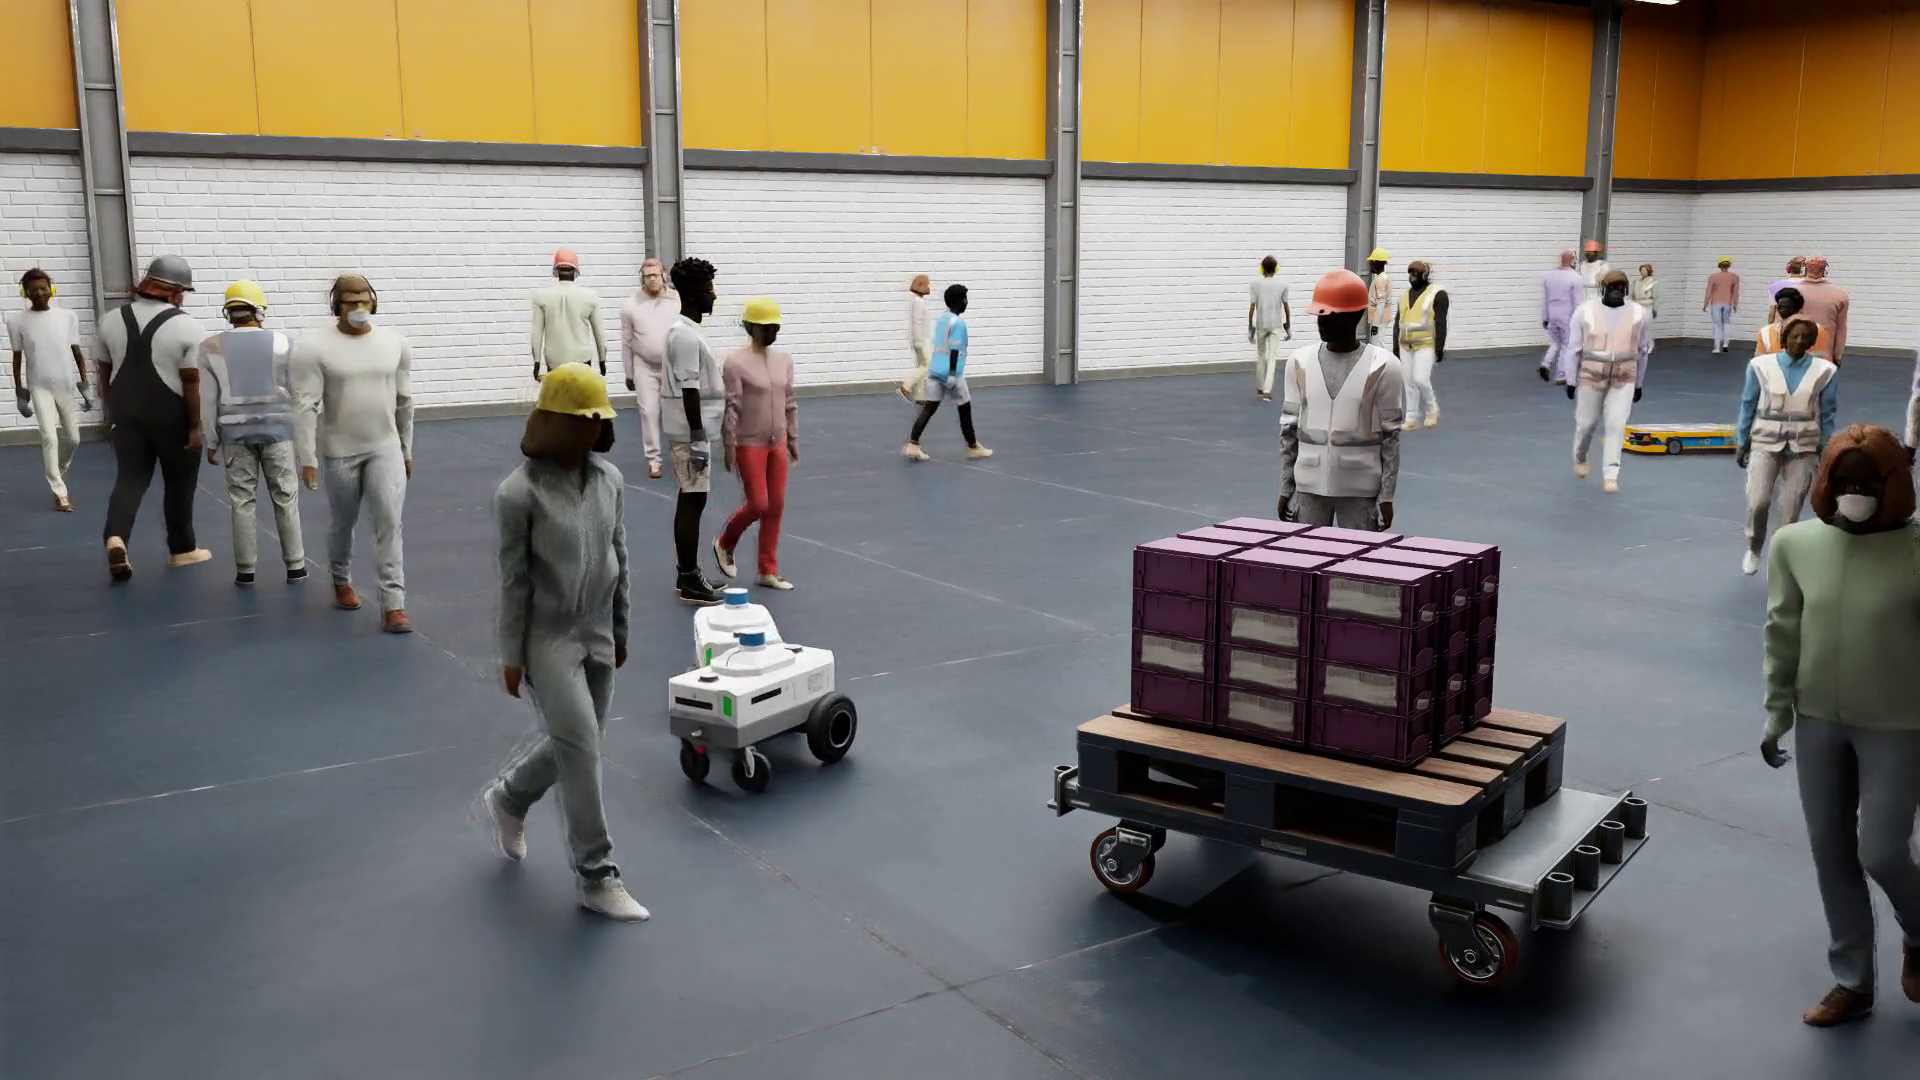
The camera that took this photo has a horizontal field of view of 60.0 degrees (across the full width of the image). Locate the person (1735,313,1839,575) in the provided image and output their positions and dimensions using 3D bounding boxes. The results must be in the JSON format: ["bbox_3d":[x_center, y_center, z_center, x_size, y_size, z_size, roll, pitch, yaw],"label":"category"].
[{"bbox_3d":[4.884,-0.525,9.850,0.524,1.626,0.361,4,11,20],"label":"person"}]

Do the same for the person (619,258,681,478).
[{"bbox_3d":[-2.626,-1.499,14.495,0.662,1.890,0.543,-2,11,-12],"label":"person"}]

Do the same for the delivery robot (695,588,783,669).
[{"bbox_3d":[-0.964,0.452,7.211,0.477,0.478,0.707,-2,11,-12],"label":"delivery robot"}]

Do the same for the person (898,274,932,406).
[{"bbox_3d":[-0.497,-2.439,20.396,0.405,1.621,0.504,-1,10,-5],"label":"person"}]

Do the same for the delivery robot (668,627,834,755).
[{"bbox_3d":[-0.807,0.585,6.486,0.477,0.478,0.707,6,12,32],"label":"delivery robot"}]

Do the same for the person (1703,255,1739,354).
[{"bbox_3d":[13.568,-4.197,29.662,0.536,1.749,0.439,1,10,5],"label":"person"}]

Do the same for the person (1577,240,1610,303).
[{"bbox_3d":[10.774,-4.107,28.454,0.557,2.024,0.622,-9,14,-41],"label":"person"}]

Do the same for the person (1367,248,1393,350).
[{"bbox_3d":[5.649,-2.975,22.487,0.363,1.930,0.588,3,11,17],"label":"person"}]

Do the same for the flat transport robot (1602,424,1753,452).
[{"bbox_3d":[7.099,-1.002,16.217,1.431,0.197,0.652,-1,10,-7],"label":"flat transport robot"}]

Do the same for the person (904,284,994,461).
[{"bbox_3d":[-0.131,-1.544,15.416,0.887,1.648,0.539,-5,11,-26],"label":"person"}]

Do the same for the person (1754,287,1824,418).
[{"bbox_3d":[6.776,-1.234,13.625,0.540,1.676,0.569,9,14,41],"label":"person"}]

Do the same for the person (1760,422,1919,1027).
[{"bbox_3d":[2.382,0.486,4.390,0.411,1.610,0.508,-8,13,-38],"label":"person"}]

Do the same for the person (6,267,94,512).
[{"bbox_3d":[-6.989,-1.165,12.783,0.522,1.849,0.782,-9,14,-42],"label":"person"}]

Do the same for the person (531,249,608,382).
[{"bbox_3d":[-3.562,-1.667,15.241,0.658,1.952,0.939,-1,10,-6],"label":"person"}]

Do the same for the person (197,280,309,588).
[{"bbox_3d":[-4.184,-0.625,9.892,0.586,1.824,0.404,-4,11,-22],"label":"person"}]

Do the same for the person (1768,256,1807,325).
[{"bbox_3d":[10.048,-2.497,20.089,0.563,1.847,0.389,7,12,34],"label":"person"}]

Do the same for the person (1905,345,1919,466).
[{"bbox_3d":[5.773,-0.579,9.508,0.583,1.869,1.007,3,11,17],"label":"person"}]

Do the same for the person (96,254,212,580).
[{"bbox_3d":[-4.961,-0.786,10.181,0.741,2.000,0.918,1,10,6],"label":"person"}]

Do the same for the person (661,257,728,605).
[{"bbox_3d":[-1.508,-0.618,9.466,0.367,1.966,0.607,-2,11,-12],"label":"person"}]

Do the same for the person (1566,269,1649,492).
[{"bbox_3d":[5.360,-1.338,13.829,0.636,1.824,0.781,3,11,13],"label":"person"}]

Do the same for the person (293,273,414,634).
[{"bbox_3d":[-3.258,-0.490,8.977,0.648,1.898,1.014,-7,12,-33],"label":"person"}]

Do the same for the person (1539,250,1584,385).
[{"bbox_3d":[8.484,-3.116,23.347,0.450,1.896,0.667,-6,12,-29],"label":"person"}]

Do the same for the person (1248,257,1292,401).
[{"bbox_3d":[3.973,-2.709,21.322,0.544,1.817,0.965,3,11,14],"label":"person"}]

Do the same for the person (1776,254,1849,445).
[{"bbox_3d":[8.198,-1.797,16.092,0.642,1.909,0.408,3,11,14],"label":"person"}]

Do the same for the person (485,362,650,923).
[{"bbox_3d":[-1.269,0.290,5.209,0.779,1.711,0.486,7,12,33],"label":"person"}]

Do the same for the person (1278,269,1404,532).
[{"bbox_3d":[1.694,-0.243,7.498,0.549,1.932,0.373,6,12,29],"label":"person"}]

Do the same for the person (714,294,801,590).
[{"bbox_3d":[-1.188,-0.569,9.794,0.460,1.744,0.534,9,14,40],"label":"person"}]

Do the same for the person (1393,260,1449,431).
[{"bbox_3d":[4.900,-2.071,17.805,0.432,1.829,0.648,-7,13,-35],"label":"person"}]

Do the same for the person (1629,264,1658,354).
[{"bbox_3d":[12.122,-4.074,29.385,0.750,1.609,0.517,-5,12,-28],"label":"person"}]
